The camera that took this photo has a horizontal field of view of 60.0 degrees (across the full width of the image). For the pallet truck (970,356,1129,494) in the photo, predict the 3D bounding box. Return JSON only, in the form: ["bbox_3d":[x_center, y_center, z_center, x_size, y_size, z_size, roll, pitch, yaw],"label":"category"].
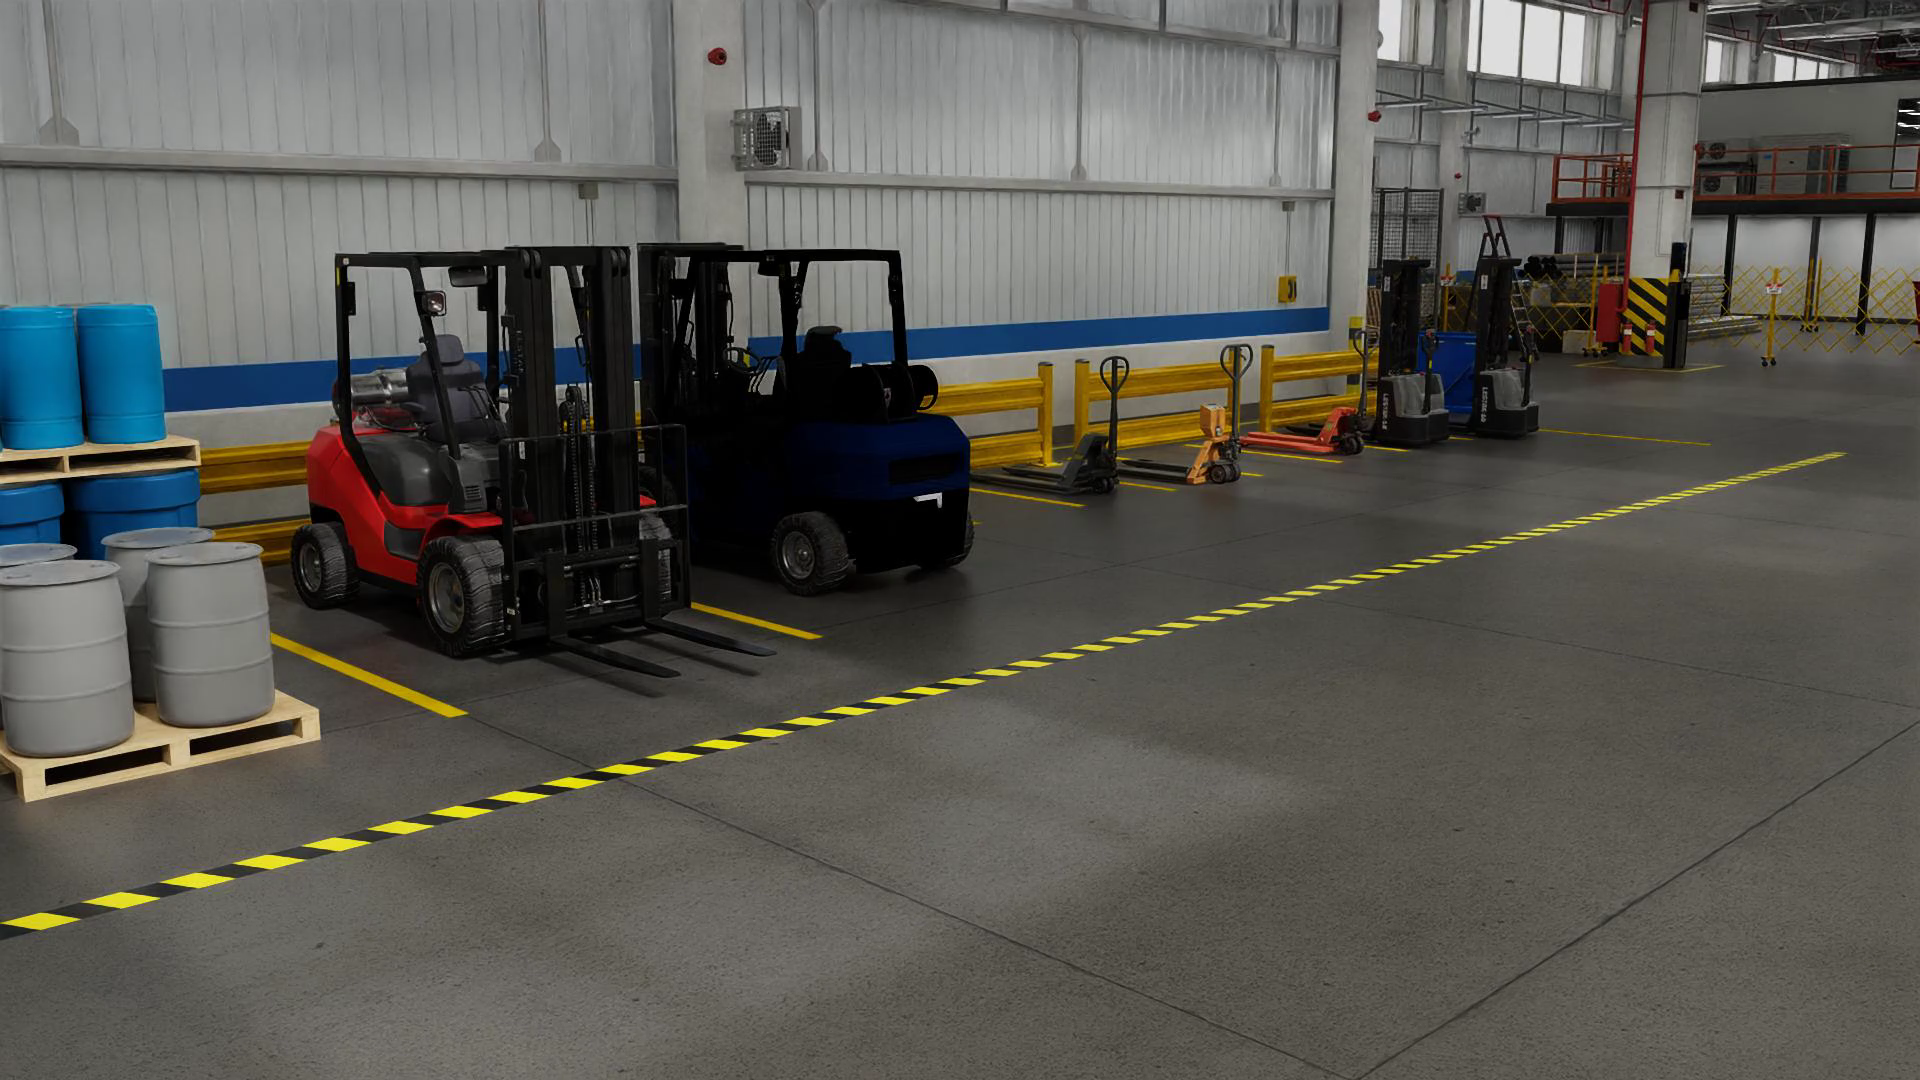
[{"bbox_3d":[0.784,-1.085,14.876,0.680,1.201,1.601,-10,14,-44],"label":"pallet truck"}]

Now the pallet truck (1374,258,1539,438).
[{"bbox_3d":[5.704,-2.208,18.901,1.885,1.965,0.823,10,14,43],"label":"pallet truck"}]

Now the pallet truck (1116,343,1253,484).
[{"bbox_3d":[1.962,-1.215,15.415,1.522,1.261,0.704,10,14,43],"label":"pallet truck"}]

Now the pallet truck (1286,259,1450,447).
[{"bbox_3d":[4.493,-2.078,18.196,0.823,1.965,1.885,-9,14,-40],"label":"pallet truck"}]

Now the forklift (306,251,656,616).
[{"bbox_3d":[-2.833,-0.669,9.694,1.157,1.987,2.680,-10,14,-44],"label":"forklift"}]

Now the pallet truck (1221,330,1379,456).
[{"bbox_3d":[3.563,-1.581,17.381,0.653,1.274,1.630,-10,14,-44],"label":"pallet truck"}]

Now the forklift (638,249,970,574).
[{"bbox_3d":[-1.173,-0.958,11.239,2.680,1.987,1.157,10,14,43],"label":"forklift"}]
